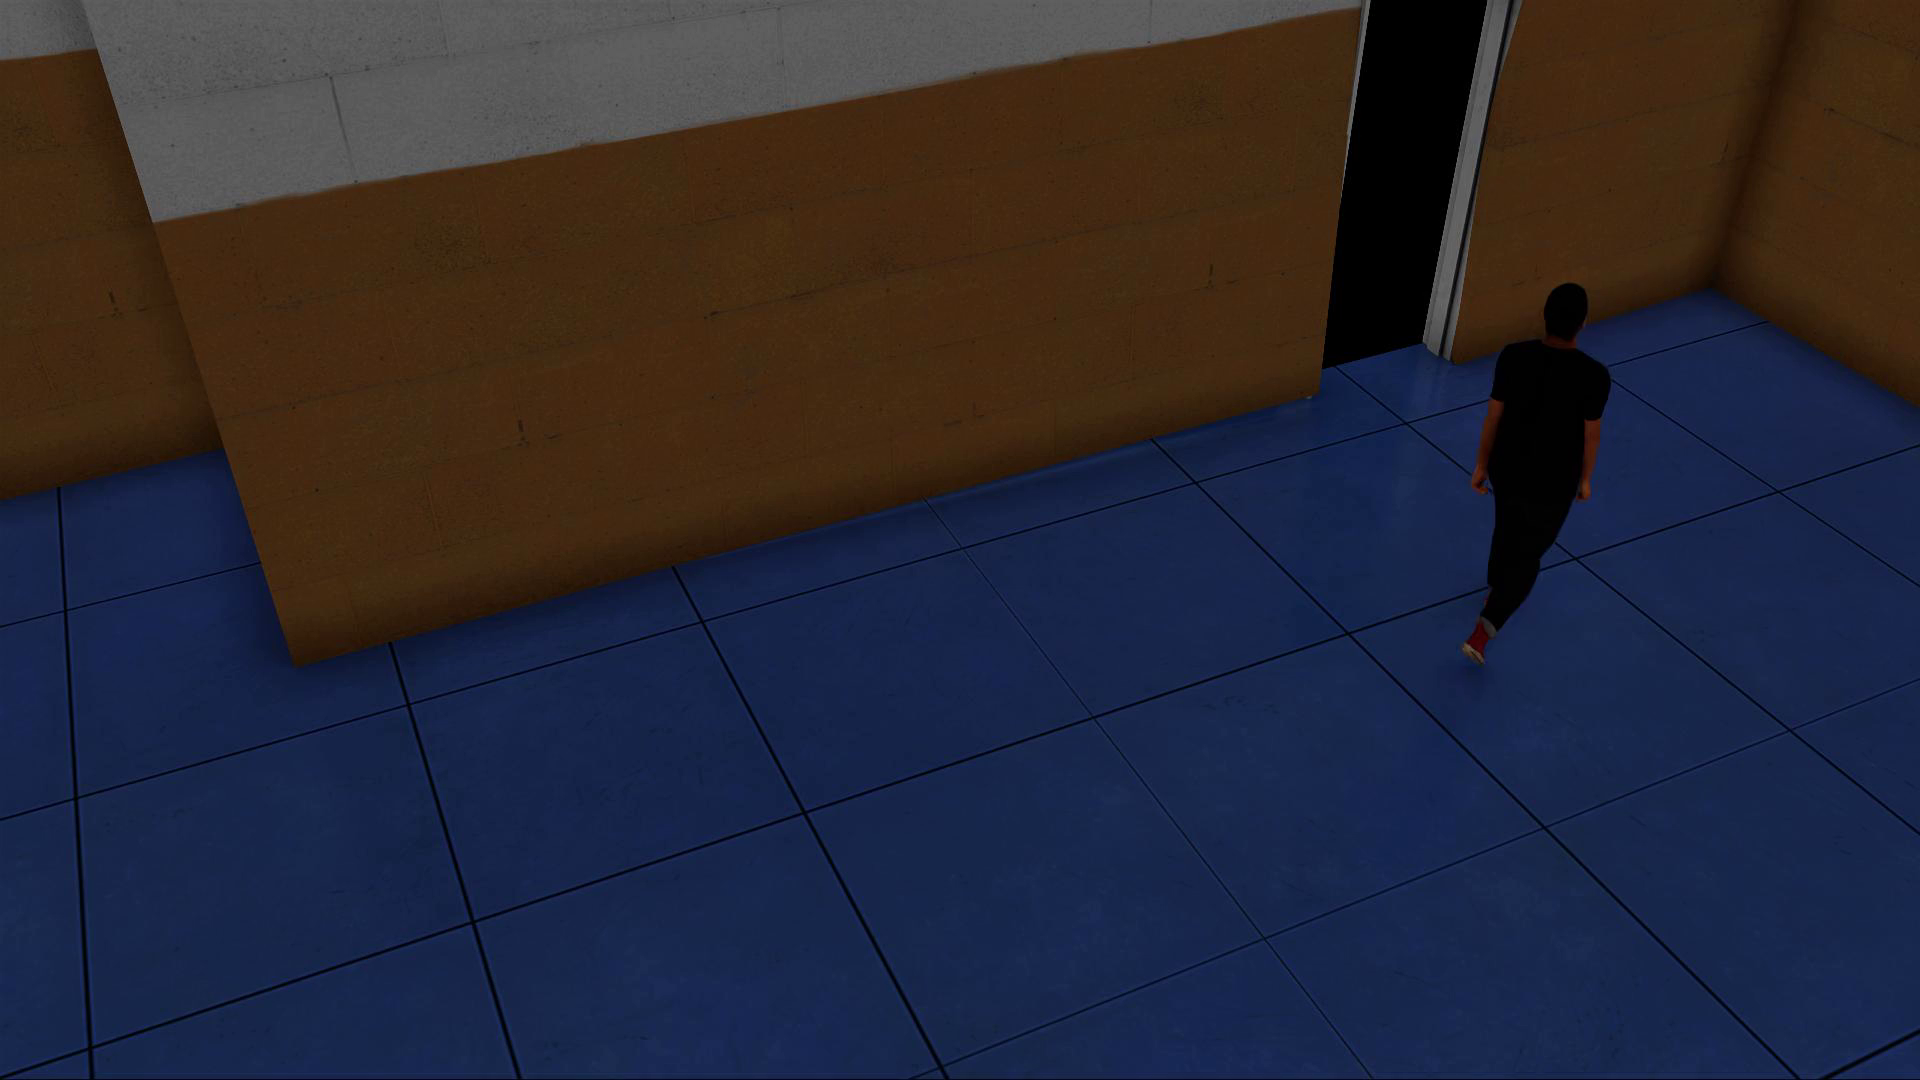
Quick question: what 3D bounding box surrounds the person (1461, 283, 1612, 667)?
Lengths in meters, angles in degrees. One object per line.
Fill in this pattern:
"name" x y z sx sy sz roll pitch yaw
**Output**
"person" 2.405 -0.234 7.067 1.121 1.732 0.983 28 45 32
